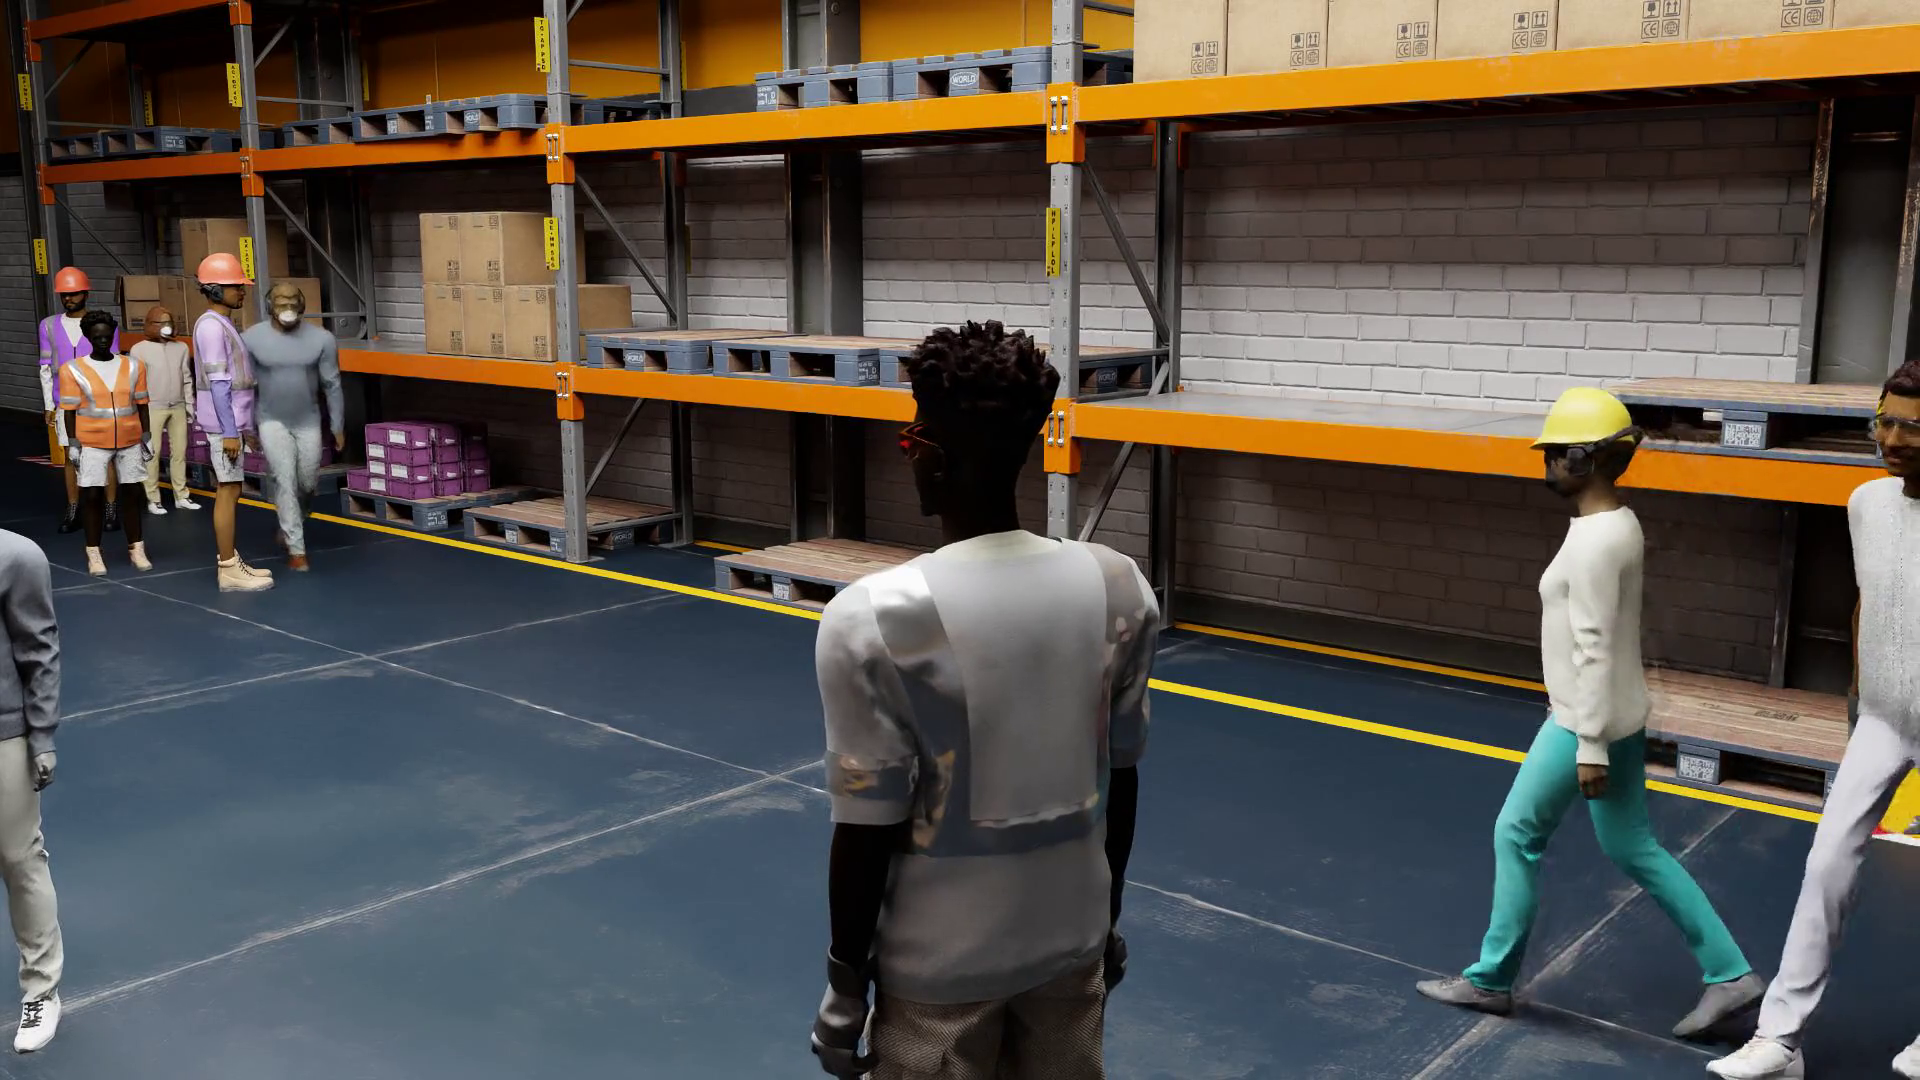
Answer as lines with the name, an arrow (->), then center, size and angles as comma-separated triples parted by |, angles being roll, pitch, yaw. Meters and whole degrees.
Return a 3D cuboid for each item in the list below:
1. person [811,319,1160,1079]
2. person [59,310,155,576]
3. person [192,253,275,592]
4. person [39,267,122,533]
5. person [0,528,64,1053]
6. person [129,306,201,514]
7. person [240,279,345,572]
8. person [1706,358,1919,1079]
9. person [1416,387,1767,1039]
person -> 0.033, 0.633, 2.688 | 0.606, 1.966, 0.367 | -7, 12, -34
person -> -5.421, -0.615, 10.594 | 0.537, 1.690, 0.322 | -9, 14, -43
person -> -4.426, -0.709, 10.111 | 0.379, 2.044, 0.607 | -4, 11, -22
person -> -6.415, -1.016, 12.161 | 0.545, 1.939, 0.354 | -3, 10, -15
person -> -2.568, 0.519, 4.275 | 0.500, 1.636, 0.279 | -1, 10, -5
person -> -6.243, -1.016, 13.049 | 0.286, 1.626, 0.493 | 6, 12, 30
person -> -4.407, -0.773, 10.957 | 0.642, 1.894, 0.844 | -5, 11, -27
person -> 2.238, 0.477, 3.986 | 0.934, 1.817, 0.502 | -5, 11, -25
person -> 1.726, 0.464, 4.366 | 0.851, 1.725, 0.539 | 5, 11, 28
